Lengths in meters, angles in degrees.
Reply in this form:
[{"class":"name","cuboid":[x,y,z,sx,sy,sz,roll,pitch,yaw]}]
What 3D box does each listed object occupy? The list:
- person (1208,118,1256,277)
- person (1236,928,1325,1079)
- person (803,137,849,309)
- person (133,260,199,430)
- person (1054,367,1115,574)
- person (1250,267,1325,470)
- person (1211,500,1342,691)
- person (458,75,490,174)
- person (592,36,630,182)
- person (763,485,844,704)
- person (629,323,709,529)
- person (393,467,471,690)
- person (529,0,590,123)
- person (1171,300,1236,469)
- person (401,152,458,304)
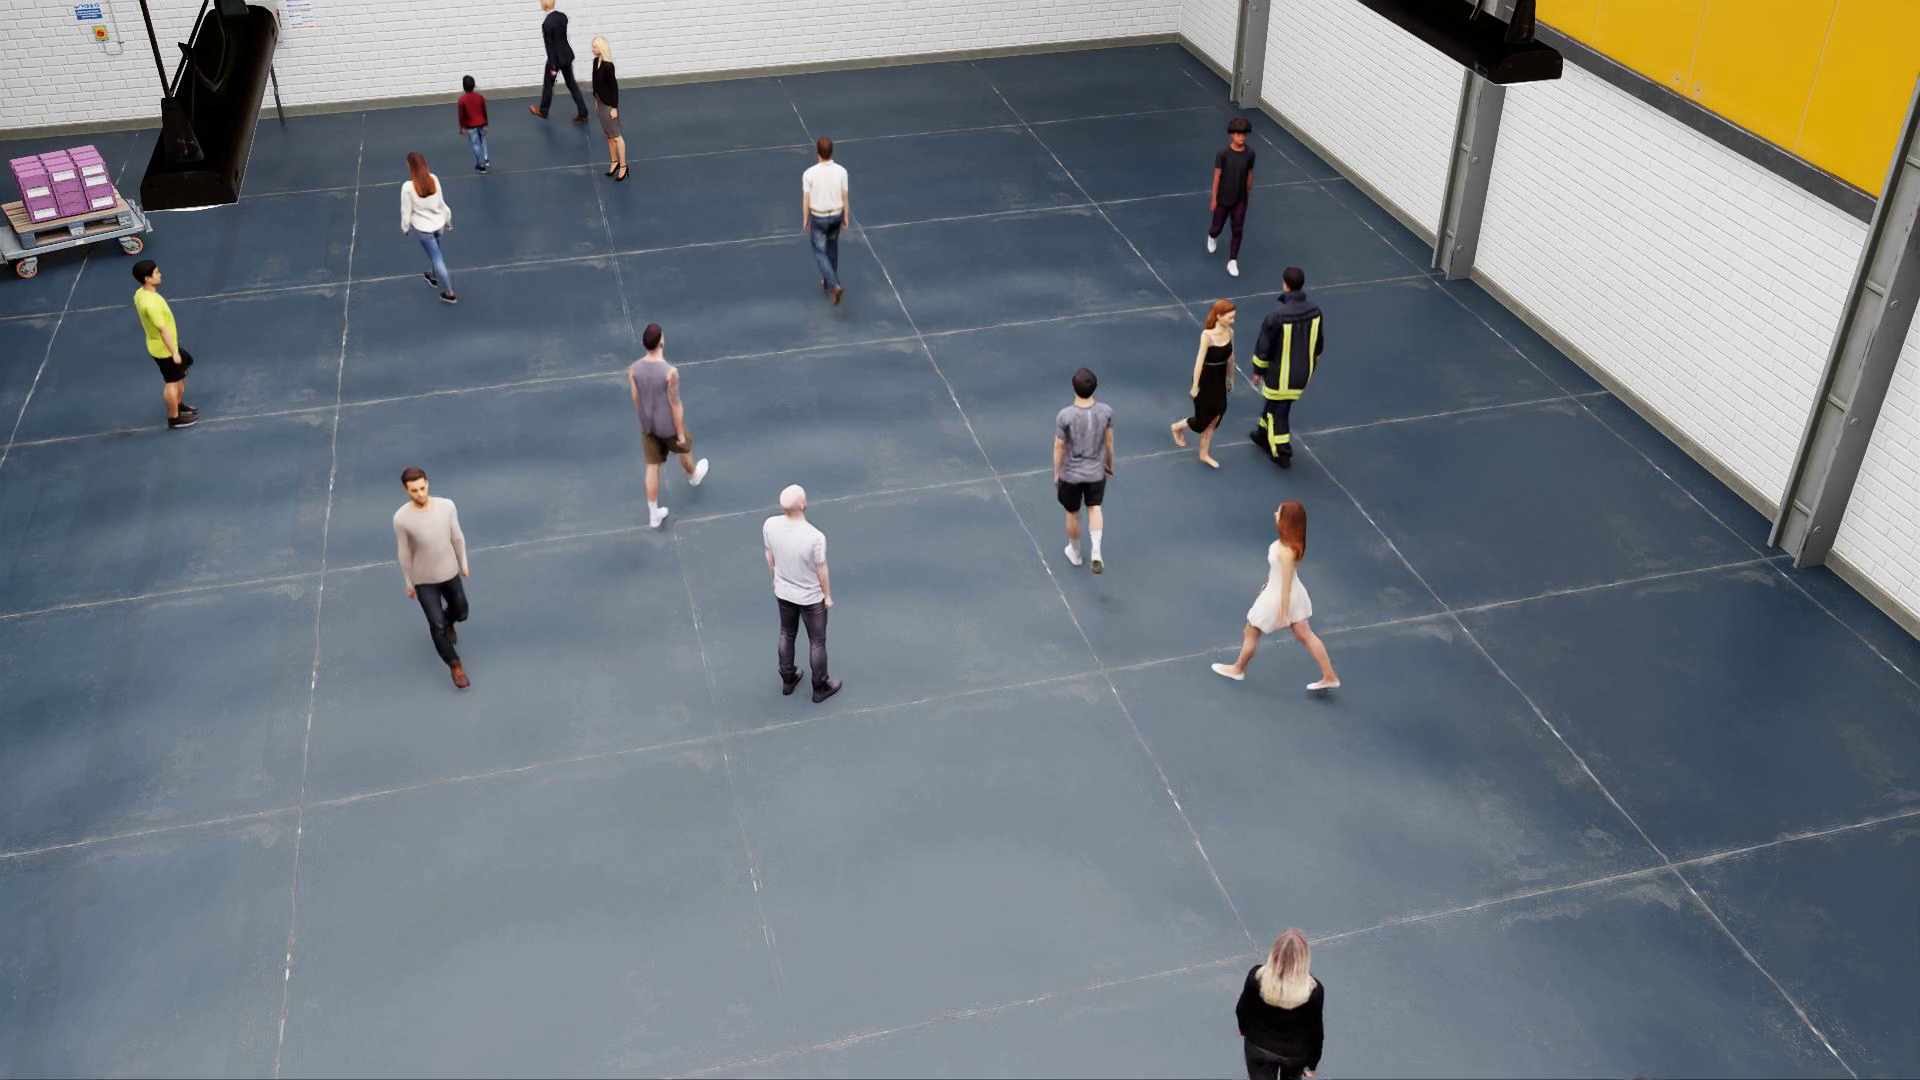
[{"class":"person","cuboid":[3.050,-3.927,18.821,0.728,1.768,1.002,-3,34,-5]},{"class":"person","cuboid":[1.673,2.775,8.826,0.843,1.671,0.941,8,35,12]},{"class":"person","cuboid":[-1.431,-3.417,17.996,0.753,1.831,1.104,-12,35,-17]},{"class":"person","cuboid":[-7.610,-1.821,15.718,0.811,1.695,0.704,-23,40,-30]},{"class":"person","cuboid":[1.034,-0.513,13.603,0.710,1.857,0.892,-6,34,-9]},{"class":"person","cuboid":[2.977,-1.541,15.131,0.907,1.878,0.944,-15,36,-21]},{"class":"person","cuboid":[2.492,0.458,12.314,1.138,1.668,1.138,15,36,21]},{"class":"person","cuboid":[-6.220,-5.344,21.425,0.604,1.246,0.649,-28,43,-36]},{"class":"person","cuboid":[-4.446,-5.453,21.069,0.751,1.821,0.624,-25,41,-33]},{"class":"person","cuboid":[-1.184,0.389,12.268,0.752,1.832,0.800,15,37,22]},{"class":"person","cuboid":[-2.622,-0.946,14.345,1.011,1.797,1.249,8,35,12]},{"class":"person","cuboid":[-3.957,0.232,12.487,0.830,1.853,1.041,-19,38,-26]},{"class":"person","cuboid":[-5.432,-6.564,22.798,1.217,1.756,1.148,18,38,25]},{"class":"person","cuboid":[2.242,-1.471,15.276,0.777,1.602,0.905,-21,39,-29]},{"class":"person","cuboid":[-5.706,-3.357,18.056,1.069,1.664,0.935,27,42,34]}]
